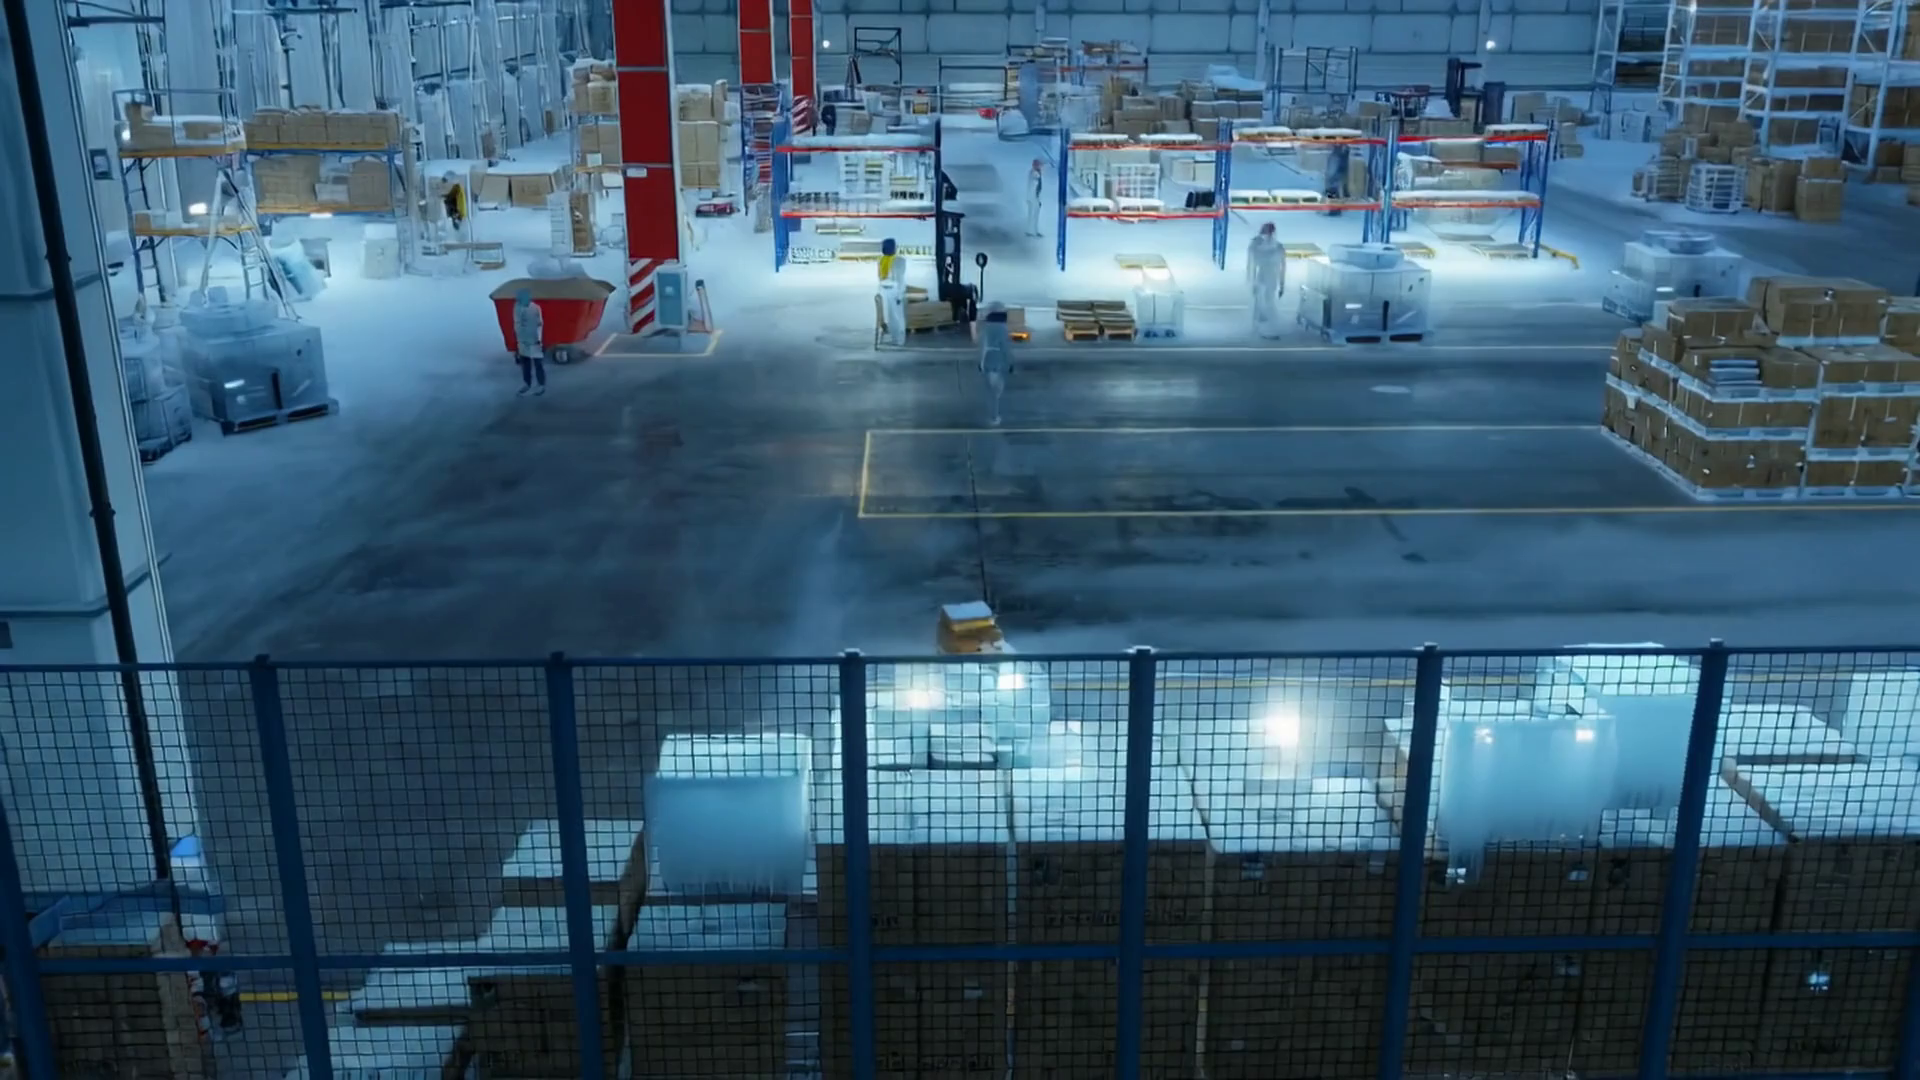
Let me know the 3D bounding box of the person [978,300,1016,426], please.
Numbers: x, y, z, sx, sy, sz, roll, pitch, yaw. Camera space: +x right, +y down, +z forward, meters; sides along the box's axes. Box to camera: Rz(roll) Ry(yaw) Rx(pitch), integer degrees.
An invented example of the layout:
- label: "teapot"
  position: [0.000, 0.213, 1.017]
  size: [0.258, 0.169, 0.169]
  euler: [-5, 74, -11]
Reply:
- label: "person"
  position: [0.510, -2.437, 22.873]
  size: [0.492, 1.729, 0.423]
  euler: [13, 23, 34]

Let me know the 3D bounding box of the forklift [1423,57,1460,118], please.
- label: "forklift"
  position: [20.270, -18.501, 68.755]
  size: [1.873, 2.768, 1.129]
  euler: [2, 19, 5]

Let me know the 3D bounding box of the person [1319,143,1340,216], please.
- label: "person"
  position: [9.619, -9.403, 43.248]
  size: [0.451, 1.916, 0.566]
  euler: [14, 23, 35]

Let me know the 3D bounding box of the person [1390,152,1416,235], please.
- label: "person"
  position: [10.676, -8.360, 40.081]
  size: [0.613, 1.964, 0.361]
  euler: [-15, 24, -37]

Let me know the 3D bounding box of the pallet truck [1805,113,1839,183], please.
- label: "pallet truck"
  position: [26.403, -11.957, 50.702]
  size: [0.823, 1.965, 1.885]
  euler: [6, 19, 16]

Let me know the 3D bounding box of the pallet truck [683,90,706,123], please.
- label: "pallet truck"
  position: [-9.671, -15.907, 62.421]
  size: [0.823, 1.965, 1.885]
  euler: [5, 19, 15]

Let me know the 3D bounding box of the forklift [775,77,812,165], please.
- label: "forklift"
  position: [-5.917, -13.894, 55.089]
  size: [1.873, 2.768, 1.129]
  euler: [-1, 19, -1]

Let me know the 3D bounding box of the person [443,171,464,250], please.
- label: "person"
  position: [-11.045, -7.090, 36.355]
  size: [0.360, 1.939, 0.543]
  euler: [-4, 19, -11]

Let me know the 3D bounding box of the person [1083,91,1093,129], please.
- label: "person"
  position: [4.747, -15.794, 62.214]
  size: [0.596, 1.918, 0.645]
  euler: [-6, 20, -18]

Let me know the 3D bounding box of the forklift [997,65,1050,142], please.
- label: "forklift"
  position: [2.415, -16.503, 62.828]
  size: [1.873, 2.768, 1.129]
  euler: [-2, 19, -7]

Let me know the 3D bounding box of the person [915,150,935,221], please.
- label: "person"
  position: [-0.848, -9.111, 42.569]
  size: [0.535, 1.792, 0.952]
  euler: [6, 20, 18]

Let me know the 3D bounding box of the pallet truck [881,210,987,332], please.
- label: "pallet truck"
  position: [-0.493, -4.759, 29.349]
  size: [1.885, 1.965, 0.823]
  euler: [-13, 23, -34]

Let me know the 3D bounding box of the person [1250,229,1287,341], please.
- label: "person"
  position: [5.237, -4.337, 28.264]
  size: [0.632, 1.904, 0.511]
  euler: [16, 25, 40]

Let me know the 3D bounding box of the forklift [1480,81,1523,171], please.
- label: "forklift"
  position: [16.868, -13.122, 52.798]
  size: [1.873, 2.768, 1.129]
  euler: [14, 23, 36]

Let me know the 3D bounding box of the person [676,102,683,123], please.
- label: "person"
  position: [-10.521, -15.388, 61.504]
  size: [0.652, 1.598, 0.594]
  euler: [7, 20, 20]

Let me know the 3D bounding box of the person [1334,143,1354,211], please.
- label: "person"
  position: [10.133, -9.704, 44.141]
  size: [0.600, 1.916, 0.377]
  euler: [16, 24, 39]

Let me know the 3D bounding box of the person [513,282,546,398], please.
- label: "person"
  position: [-6.335, -2.935, 24.402]
  size: [0.538, 1.695, 0.319]
  euler: [10, 21, 28]

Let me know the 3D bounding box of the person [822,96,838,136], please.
- label: "person"
  position: [-4.688, -15.125, 60.299]
  size: [0.615, 1.865, 0.526]
  euler: [-12, 22, -32]

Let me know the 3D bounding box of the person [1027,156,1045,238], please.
- label: "person"
  position: [1.806, -8.151, 39.520]
  size: [0.384, 1.924, 0.594]
  euler: [-8, 20, -22]

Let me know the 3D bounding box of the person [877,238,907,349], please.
- label: "person"
  position: [-1.144, -4.100, 27.658]
  size: [0.430, 1.834, 0.621]
  euler: [-16, 24, -39]

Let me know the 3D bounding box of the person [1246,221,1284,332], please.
- label: "person"
  position: [5.366, -4.624, 29.073]
  size: [0.648, 1.911, 0.737]
  euler: [10, 21, 28]
